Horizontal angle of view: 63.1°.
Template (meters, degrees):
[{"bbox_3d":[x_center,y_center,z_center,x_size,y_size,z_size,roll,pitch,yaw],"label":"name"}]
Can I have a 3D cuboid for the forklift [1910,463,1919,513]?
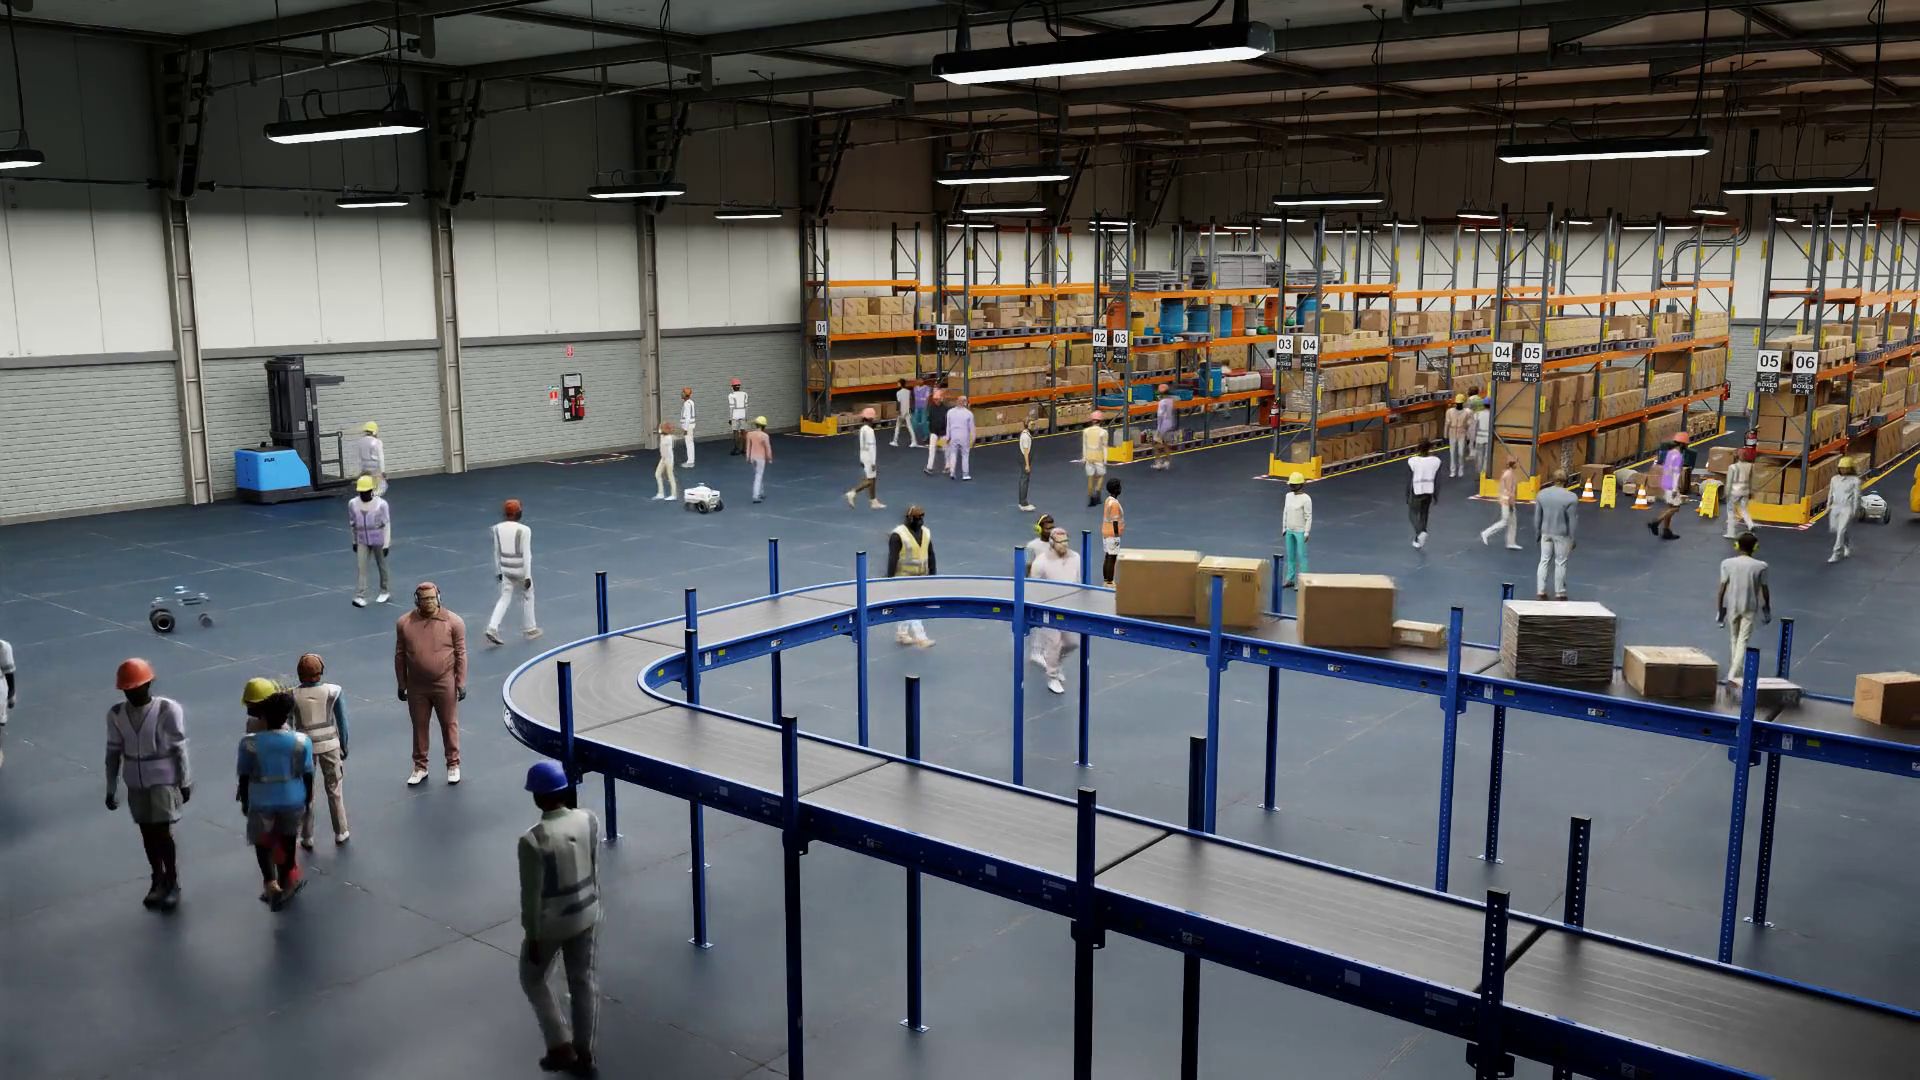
[{"bbox_3d":[19.034,-1.348,28.998,2.313,2.155,1.214,8,13,37],"label":"forklift"}]

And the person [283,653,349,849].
[{"bbox_3d":[-5.352,1.748,13.013,0.518,1.640,0.307,-4,11,-22],"label":"person"}]

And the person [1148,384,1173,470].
[{"bbox_3d":[4.689,-2.648,36.666,0.650,2.023,0.654,6,12,32],"label":"person"}]

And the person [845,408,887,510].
[{"bbox_3d":[-1.853,-1.585,30.687,0.763,2.028,0.619,-2,10,-14],"label":"person"}]

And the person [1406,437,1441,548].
[{"bbox_3d":[7.865,-0.791,26.573,0.595,1.902,0.619,-1,10,-5],"label":"person"}]

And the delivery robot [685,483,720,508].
[{"bbox_3d":[-5.056,-0.871,30.659,0.707,0.478,0.477,7,12,34],"label":"delivery robot"}]

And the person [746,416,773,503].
[{"bbox_3d":[-4.025,-1.654,31.881,0.540,1.730,0.787,6,12,31],"label":"person"}]

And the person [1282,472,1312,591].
[{"bbox_3d":[4.985,-0.135,23.258,0.330,1.765,0.533,-6,12,-31],"label":"person"}]

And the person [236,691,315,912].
[{"bbox_3d":[-5.100,1.962,11.701,0.547,1.672,0.601,-4,11,-22],"label":"person"}]

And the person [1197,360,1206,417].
[{"bbox_3d":[7.749,-4.790,49.395,0.589,1.794,0.916,8,13,37],"label":"person"}]

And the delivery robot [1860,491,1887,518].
[{"bbox_3d":[17.274,-0.679,29.581,0.477,0.478,0.707,4,11,21],"label":"delivery robot"}]

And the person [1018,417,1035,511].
[{"bbox_3d":[1.307,-1.506,30.760,0.347,1.842,0.505,0,10,-2],"label":"person"}]

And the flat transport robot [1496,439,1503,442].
[{"bbox_3d":[14.627,-2.787,42.506,1.431,0.197,0.652,-4,11,-22],"label":"flat transport robot"}]

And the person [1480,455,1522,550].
[{"bbox_3d":[9.227,-0.644,26.521,0.608,1.616,0.519,4,11,24],"label":"person"}]

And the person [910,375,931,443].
[{"bbox_3d":[-1.037,-3.542,42.287,0.571,1.815,0.628,7,12,34],"label":"person"}]

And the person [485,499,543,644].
[{"bbox_3d":[-5.738,0.403,19.997,0.584,1.856,0.892,4,11,23],"label":"person"}]

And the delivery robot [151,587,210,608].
[{"bbox_3d":[-10.407,0.740,20.864,0.698,0.223,0.335,-6,12,-30],"label":"delivery robot"}]

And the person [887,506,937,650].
[{"bbox_3d":[-0.532,0.473,19.726,0.653,1.797,0.925,-10,14,-44],"label":"person"}]

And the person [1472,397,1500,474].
[{"bbox_3d":[11.676,-2.215,34.557,0.617,1.908,0.921,7,12,34],"label":"person"}]

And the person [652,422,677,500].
[{"bbox_3d":[-6.065,-1.600,31.903,0.611,1.608,0.538,-6,12,-31],"label":"person"}]

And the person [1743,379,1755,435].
[{"bbox_3d":[21.457,-3.514,42.163,0.621,1.797,0.758,5,11,26],"label":"person"}]

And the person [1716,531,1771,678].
[{"bbox_3d":[8.923,0.809,17.829,0.521,1.821,0.976,10,14,43],"label":"person"}]

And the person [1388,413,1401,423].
[{"bbox_3d":[11.583,-3.573,42.198,0.583,1.902,0.848,7,12,35],"label":"person"}]

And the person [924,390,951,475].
[{"bbox_3d":[-0.478,-2.464,35.872,0.633,1.937,1.071,5,11,28],"label":"person"}]

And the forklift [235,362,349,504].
[{"bbox_3d":[-13.803,-2.244,32.110,1.129,2.768,1.873,8,13,37],"label":"forklift"}]

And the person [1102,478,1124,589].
[{"bbox_3d":[2.266,-0.075,23.099,0.316,1.700,0.540,-1,10,-6],"label":"person"}]

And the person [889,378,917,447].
[{"bbox_3d":[-1.480,-3.365,41.277,0.484,1.824,0.973,-8,13,-40],"label":"person"}]

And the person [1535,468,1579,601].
[{"bbox_3d":[8.528,-0.065,22.376,0.355,1.936,0.635,-9,13,-40],"label":"person"}]

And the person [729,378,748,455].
[{"bbox_3d":[-5.634,-3.121,39.586,0.554,1.936,0.371,-9,14,-42],"label":"person"}]

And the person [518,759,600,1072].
[{"bbox_3d":[-2.397,2.253,9.355,0.442,1.933,0.624,8,13,37],"label":"person"}]

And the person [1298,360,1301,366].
[{"bbox_3d":[11.667,-5.399,52.383,1.023,1.939,0.664,-9,13,-40],"label":"person"}]

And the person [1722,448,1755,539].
[{"bbox_3d":[13.696,-0.797,27.402,0.558,1.618,0.529,-2,10,-12],"label":"person"}]

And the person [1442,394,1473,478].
[{"bbox_3d":[11.230,-2.351,35.337,0.607,1.905,0.495,6,11,29],"label":"person"}]

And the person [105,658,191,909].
[{"bbox_3d":[-6.129,1.835,11.733,0.560,1.921,0.561,0,10,-1],"label":"person"}]

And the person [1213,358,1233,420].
[{"bbox_3d":[8.140,-4.677,48.358,0.620,1.924,0.643,-8,13,-38],"label":"person"}]

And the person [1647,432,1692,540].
[{"bbox_3d":[12.464,-0.954,27.444,0.589,1.913,0.556,1,10,6],"label":"person"}]

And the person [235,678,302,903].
[{"bbox_3d":[-5.258,1.896,11.859,0.536,1.753,0.398,9,13,41],"label":"person"}]

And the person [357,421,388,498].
[{"bbox_3d":[-11.300,-1.371,30.068,0.613,1.812,0.459,5,11,28],"label":"person"}]

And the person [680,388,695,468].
[{"bbox_3d":[-6.486,-2.682,37.252,0.347,1.884,0.584,0,10,-2],"label":"person"}]

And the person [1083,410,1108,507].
[{"bbox_3d":[2.708,-1.632,31.267,0.541,1.921,0.427,4,11,24],"label":"person"}]

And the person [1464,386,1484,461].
[{"bbox_3d":[12.668,-2.878,38.612,0.683,1.811,0.479,-8,13,-38],"label":"person"}]

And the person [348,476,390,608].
[{"bbox_3d":[-8.341,0.023,22.077,0.607,1.861,1.026,0,10,1],"label":"person"}]

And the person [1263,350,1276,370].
[{"bbox_3d":[10.669,-5.544,53.343,0.647,1.893,1.030,4,11,22],"label":"person"}]

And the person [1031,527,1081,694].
[{"bbox_3d":[1.110,0.781,17.751,0.666,1.888,0.468,-5,11,-27],"label":"person"}]

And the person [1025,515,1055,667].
[{"bbox_3d":[1.103,0.619,18.811,0.516,1.845,0.775,-8,13,-39],"label":"person"}]

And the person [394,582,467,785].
[{"bbox_3d":[-4.936,1.333,14.595,0.651,1.908,0.409,-1,10,-6],"label":"person"}]

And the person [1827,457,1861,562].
[{"bbox_3d":[14.429,-0.516,25.521,0.663,1.723,0.489,-6,12,-30],"label":"person"}]

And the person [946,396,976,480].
[{"bbox_3d":[0.035,-2.276,34.942,0.692,1.898,0.440,3,11,19],"label":"person"}]

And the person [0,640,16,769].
[{"bbox_3d":[-9.147,1.442,14.690,0.525,1.656,0.890,-2,10,-12],"label":"person"}]
